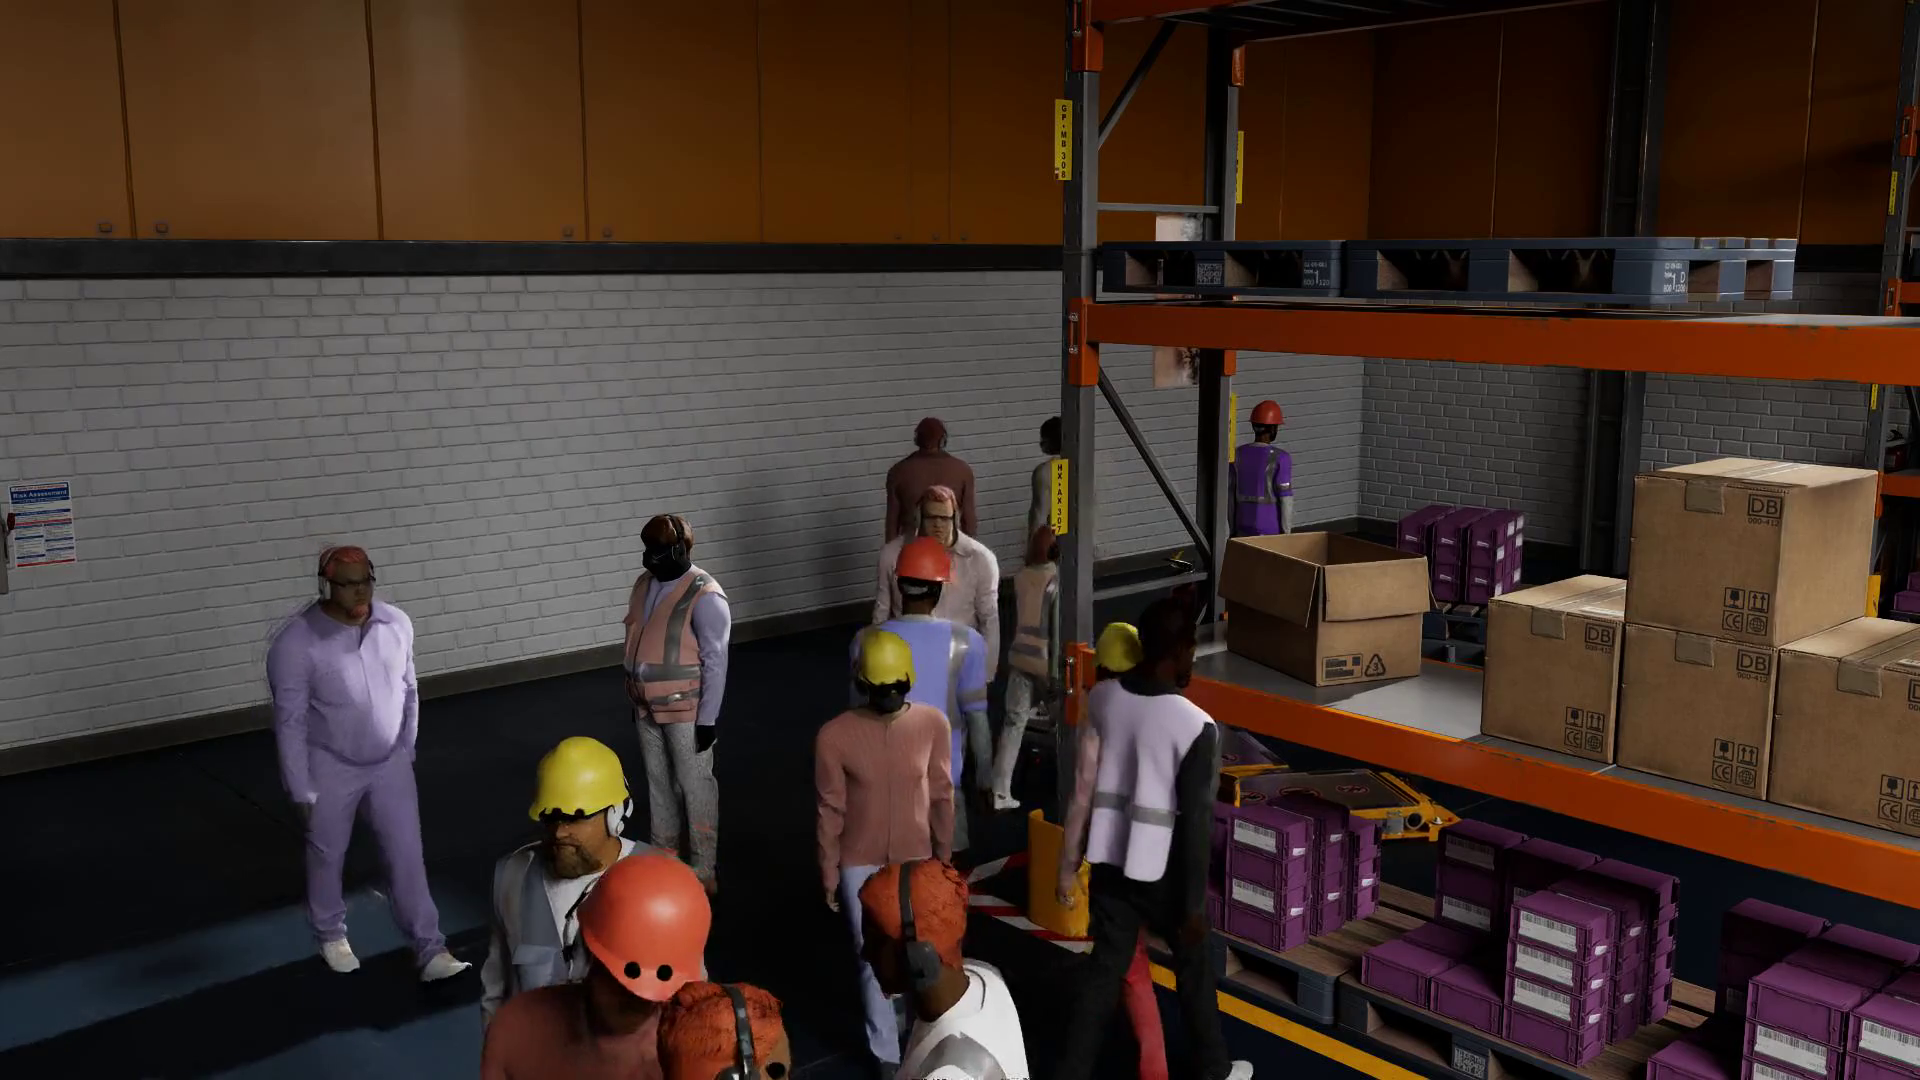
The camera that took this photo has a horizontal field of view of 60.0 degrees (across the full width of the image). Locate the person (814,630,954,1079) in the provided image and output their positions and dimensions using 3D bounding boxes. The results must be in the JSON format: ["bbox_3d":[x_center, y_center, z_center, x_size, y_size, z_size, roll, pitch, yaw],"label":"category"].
[{"bbox_3d":[-0.280,1.147,6.062,0.535,1.740,0.551,-3,10,-17],"label":"person"}]

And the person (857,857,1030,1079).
[{"bbox_3d":[0.093,1.534,3.434,0.626,1.861,0.587,1,10,4],"label":"person"}]

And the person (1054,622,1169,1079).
[{"bbox_3d":[0.545,1.147,6.077,0.549,1.732,0.800,-8,13,-39],"label":"person"}]

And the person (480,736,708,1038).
[{"bbox_3d":[-0.955,1.395,4.319,0.600,1.831,0.404,1,10,6],"label":"person"}]

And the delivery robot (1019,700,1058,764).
[{"bbox_3d":[0.624,1.063,9.718,0.477,0.478,0.707,8,12,36],"label":"delivery robot"}]

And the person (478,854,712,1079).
[{"bbox_3d":[-0.712,1.538,3.200,0.593,1.922,0.900,6,11,31],"label":"person"}]

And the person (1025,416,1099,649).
[{"bbox_3d":[0.781,0.058,11.953,0.685,1.910,0.531,-9,13,-42],"label":"person"}]

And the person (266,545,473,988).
[{"bbox_3d":[-2.438,0.951,6.820,0.972,1.856,0.678,9,13,42],"label":"person"}]

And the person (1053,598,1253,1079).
[{"bbox_3d":[0.666,1.122,5.809,0.918,1.881,0.592,-9,13,-42],"label":"person"}]

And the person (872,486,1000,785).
[{"bbox_3d":[-0.134,0.661,8.461,0.675,1.883,0.569,1,10,5],"label":"person"}]

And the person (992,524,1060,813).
[{"bbox_3d":[0.469,0.695,9.130,0.821,1.588,0.515,-8,12,-39],"label":"person"}]

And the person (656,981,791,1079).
[{"bbox_3d":[-0.368,1.652,2.744,0.470,1.854,0.616,4,10,21],"label":"person"}]

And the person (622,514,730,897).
[{"bbox_3d":[-1.355,0.792,7.827,0.622,1.844,0.429,9,13,42],"label":"person"}]

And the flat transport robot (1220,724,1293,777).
[{"bbox_3d":[1.395,1.255,9.707,0.652,0.197,1.431,-2,10,-11],"label":"flat transport robot"}]

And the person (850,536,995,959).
[{"bbox_3d":[-0.156,0.953,6.723,0.560,1.913,0.712,-1,10,-7],"label":"person"}]

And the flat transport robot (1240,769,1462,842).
[{"bbox_3d":[1.860,1.417,8.758,1.431,0.197,0.652,-2,10,-11],"label":"flat transport robot"}]

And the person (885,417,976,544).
[{"bbox_3d":[-0.219,0.055,11.974,0.664,1.885,0.553,1,10,3],"label":"person"}]

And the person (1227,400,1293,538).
[{"bbox_3d":[2.319,-0.104,12.793,0.551,1.935,0.375,8,13,40],"label":"person"}]
